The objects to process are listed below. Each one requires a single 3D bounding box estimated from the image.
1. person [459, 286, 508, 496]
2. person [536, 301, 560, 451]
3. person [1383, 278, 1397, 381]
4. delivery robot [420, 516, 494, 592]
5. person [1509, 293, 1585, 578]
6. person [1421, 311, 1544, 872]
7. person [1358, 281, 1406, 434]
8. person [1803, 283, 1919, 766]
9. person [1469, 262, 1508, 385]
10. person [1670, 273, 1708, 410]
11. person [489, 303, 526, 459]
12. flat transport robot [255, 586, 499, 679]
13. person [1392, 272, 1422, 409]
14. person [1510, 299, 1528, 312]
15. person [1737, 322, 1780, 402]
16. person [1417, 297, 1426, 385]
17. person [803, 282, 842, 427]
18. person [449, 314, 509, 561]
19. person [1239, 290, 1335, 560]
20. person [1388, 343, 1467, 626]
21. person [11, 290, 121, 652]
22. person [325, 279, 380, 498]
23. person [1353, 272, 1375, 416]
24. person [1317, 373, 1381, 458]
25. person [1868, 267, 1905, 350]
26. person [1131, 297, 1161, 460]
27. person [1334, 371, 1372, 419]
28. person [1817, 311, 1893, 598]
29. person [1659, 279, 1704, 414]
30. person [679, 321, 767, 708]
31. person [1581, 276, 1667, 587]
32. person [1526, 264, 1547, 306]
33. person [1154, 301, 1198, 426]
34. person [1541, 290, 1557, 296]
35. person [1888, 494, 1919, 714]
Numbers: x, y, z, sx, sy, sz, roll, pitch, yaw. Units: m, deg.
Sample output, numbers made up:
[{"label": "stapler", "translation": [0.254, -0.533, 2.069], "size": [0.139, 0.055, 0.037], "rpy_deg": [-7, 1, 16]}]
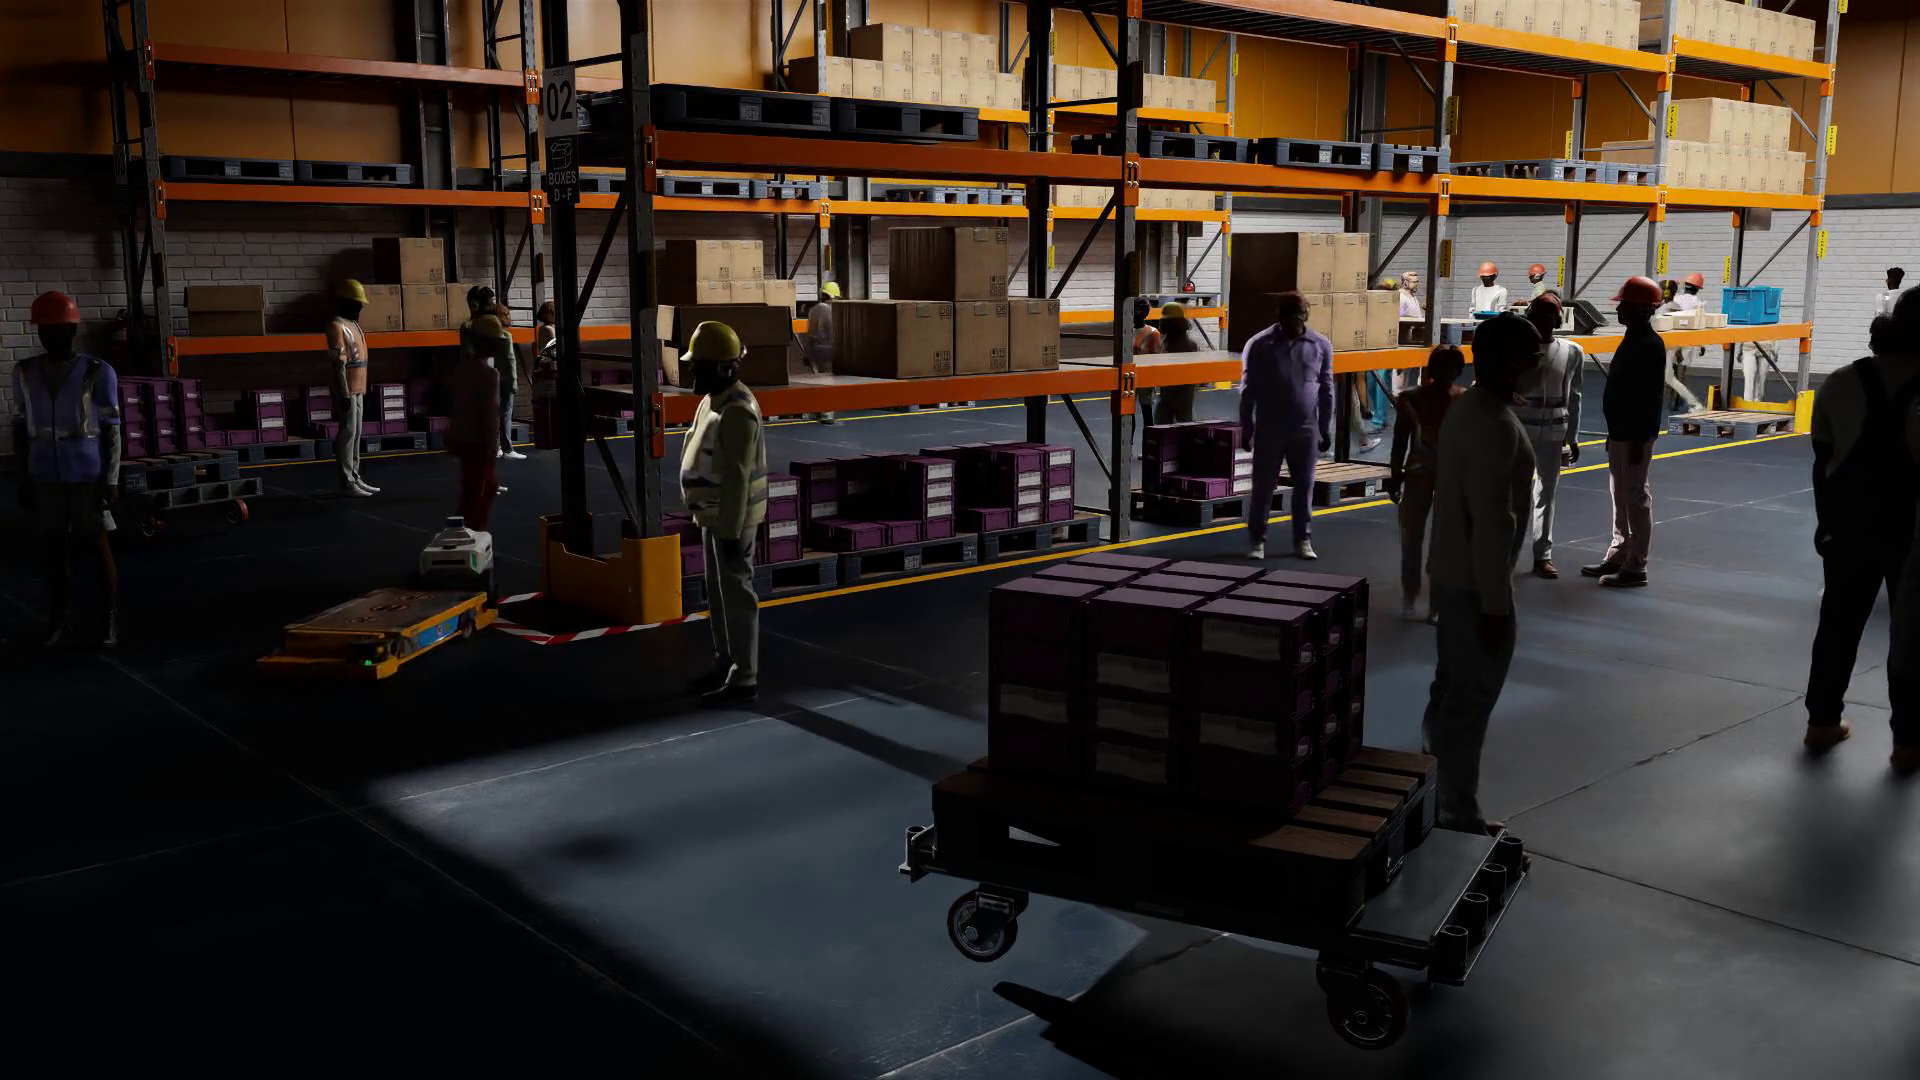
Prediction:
[{"label": "person", "translation": [-4.251, -1.320, 14.790], "size": [0.329, 1.865, 0.510], "rpy_deg": [0, 10, -1]}, {"label": "person", "translation": [-4.485, -1.795, 18.237], "size": [0.285, 1.634, 0.499], "rpy_deg": [-5, 11, -28]}, {"label": "person", "translation": [7.259, -3.569, 28.278], "size": [0.533, 1.741, 0.535], "rpy_deg": [7, 12, 35]}, {"label": "delivery robot", "translation": [-3.026, 0.101, 10.016], "size": [0.477, 0.478, 0.707], "rpy_deg": [-2, 10, -8]}, {"label": "person", "translation": [3.803, -0.679, 10.975], "size": [0.574, 1.884, 0.357], "rpy_deg": [1, 10, 3]}, {"label": "person", "translation": [1.822, 0.175, 5.822], "size": [0.378, 1.937, 0.629], "rpy_deg": [1, 10, 8]}, {"label": "person", "translation": [5.073, -2.193, 20.054], "size": [0.564, 1.853, 0.578], "rpy_deg": [-8, 12, -39]}, {"label": "person", "translation": [3.982, -0.087, 7.048], "size": [0.538, 2.000, 0.688], "rpy_deg": [-8, 13, -40]}, {"label": "person", "translation": [7.967, -3.188, 25.218], "size": [0.388, 2.037, 0.605], "rpy_deg": [-9, 13, -42]}, {"label": "person", "translation": [10.030, -2.744, 23.041], "size": [0.562, 1.880, 0.886], "rpy_deg": [8, 12, 38]}, {"label": "person", "translation": [-4.804, -1.661, 17.445], "size": [0.503, 1.636, 0.280], "rpy_deg": [9, 13, 42]}, {"label": "flat transport robot", "translation": [-3.087, 0.475, 8.931], "size": [0.652, 0.197, 1.431], "rpy_deg": [1, 10, 9]}, {"label": "person", "translation": [6.235, -2.778, 23.195], "size": [0.409, 1.907, 0.650], "rpy_deg": [5, 11, 29]}, {"label": "person", "translation": [6.292, -1.904, 18.858], "size": [0.514, 1.642, 0.307], "rpy_deg": [3, 10, 18]}, {"label": "person", "translation": [11.025, -2.592, 22.985], "size": [0.523, 1.611, 0.800], "rpy_deg": [4, 11, 24]}, {"label": "person", "translation": [6.347, -2.519, 22.473], "size": [0.280, 1.636, 0.500], "rpy_deg": [0, 10, -2]}, {"label": "person", "translation": [-1.688, -2.304, 20.702], "size": [0.494, 1.807, 0.620], "rpy_deg": [-6, 11, -30]}, {"label": "person", "translation": [-3.273, -0.653, 11.263], "size": [0.554, 1.729, 0.534], "rpy_deg": [-9, 13, -41]}, {"label": "person", "translation": [2.291, -0.794, 11.638], "size": [0.673, 1.893, 0.399], "rpy_deg": [0, 10, -2]}, {"label": "person", "translation": [2.751, -0.315, 9.560], "size": [0.548, 1.625, 0.390], "rpy_deg": [2, 10, 12]}, {"label": "person", "translation": [-4.789, -0.359, 8.932], "size": [0.545, 1.942, 0.349], "rpy_deg": [-1, 10, -7]}, {"label": "person", "translation": [-5.382, -1.338, 14.720], "size": [0.372, 1.922, 0.585], "rpy_deg": [-1, 10, -6]}, {"label": "person", "translation": [5.348, -2.618, 22.222], "size": [0.390, 1.920, 0.587], "rpy_deg": [-4, 11, -24]}, {"label": "person", "translation": [4.103, -1.792, 17.664], "size": [0.942, 1.820, 0.545], "rpy_deg": [-7, 12, -34]}, {"label": "person", "translation": [13.497, -2.967, 24.126], "size": [0.603, 1.966, 0.368], "rpy_deg": [-1, 10, -8]}, {"label": "person", "translation": [1.859, -1.689, 17.434], "size": [0.535, 1.697, 0.318], "rpy_deg": [8, 13, 41]}, {"label": "person", "translation": [5.213, -2.548, 21.944], "size": [0.553, 1.882, 0.967], "rpy_deg": [-2, 10, -9]}, {"label": "person", "translation": [5.816, -0.520, 10.310], "size": [0.855, 1.802, 0.663], "rpy_deg": [-3, 10, -18]}, {"label": "person", "translation": [9.314, -2.493, 21.769], "size": [0.925, 1.836, 0.517], "rpy_deg": [8, 12, 39]}, {"label": "person", "translation": [-1.118, -0.118, 7.872], "size": [0.403, 1.828, 0.601], "rpy_deg": [-3, 10, -18]}, {"label": "person", "translation": [4.324, -0.697, 10.745], "size": [0.376, 1.997, 0.612], "rpy_deg": [0, 10, 3]}, {"label": "person", "translation": [9.734, -3.663, 28.123], "size": [0.396, 1.990, 0.622], "rpy_deg": [3, 10, 16]}, {"label": "person", "translation": [2.008, -1.312, 15.145], "size": [0.668, 1.721, 0.491], "rpy_deg": [-8, 13, -39]}, {"label": "person", "translation": [7.680, -2.435, 21.855], "size": [0.553, 1.662, 0.781], "rpy_deg": [8, 12, 38]}, {"label": "person", "translation": [3.146, 0.386, 4.970], "size": [0.871, 1.811, 0.632], "rpy_deg": [-9, 13, -41]}]
